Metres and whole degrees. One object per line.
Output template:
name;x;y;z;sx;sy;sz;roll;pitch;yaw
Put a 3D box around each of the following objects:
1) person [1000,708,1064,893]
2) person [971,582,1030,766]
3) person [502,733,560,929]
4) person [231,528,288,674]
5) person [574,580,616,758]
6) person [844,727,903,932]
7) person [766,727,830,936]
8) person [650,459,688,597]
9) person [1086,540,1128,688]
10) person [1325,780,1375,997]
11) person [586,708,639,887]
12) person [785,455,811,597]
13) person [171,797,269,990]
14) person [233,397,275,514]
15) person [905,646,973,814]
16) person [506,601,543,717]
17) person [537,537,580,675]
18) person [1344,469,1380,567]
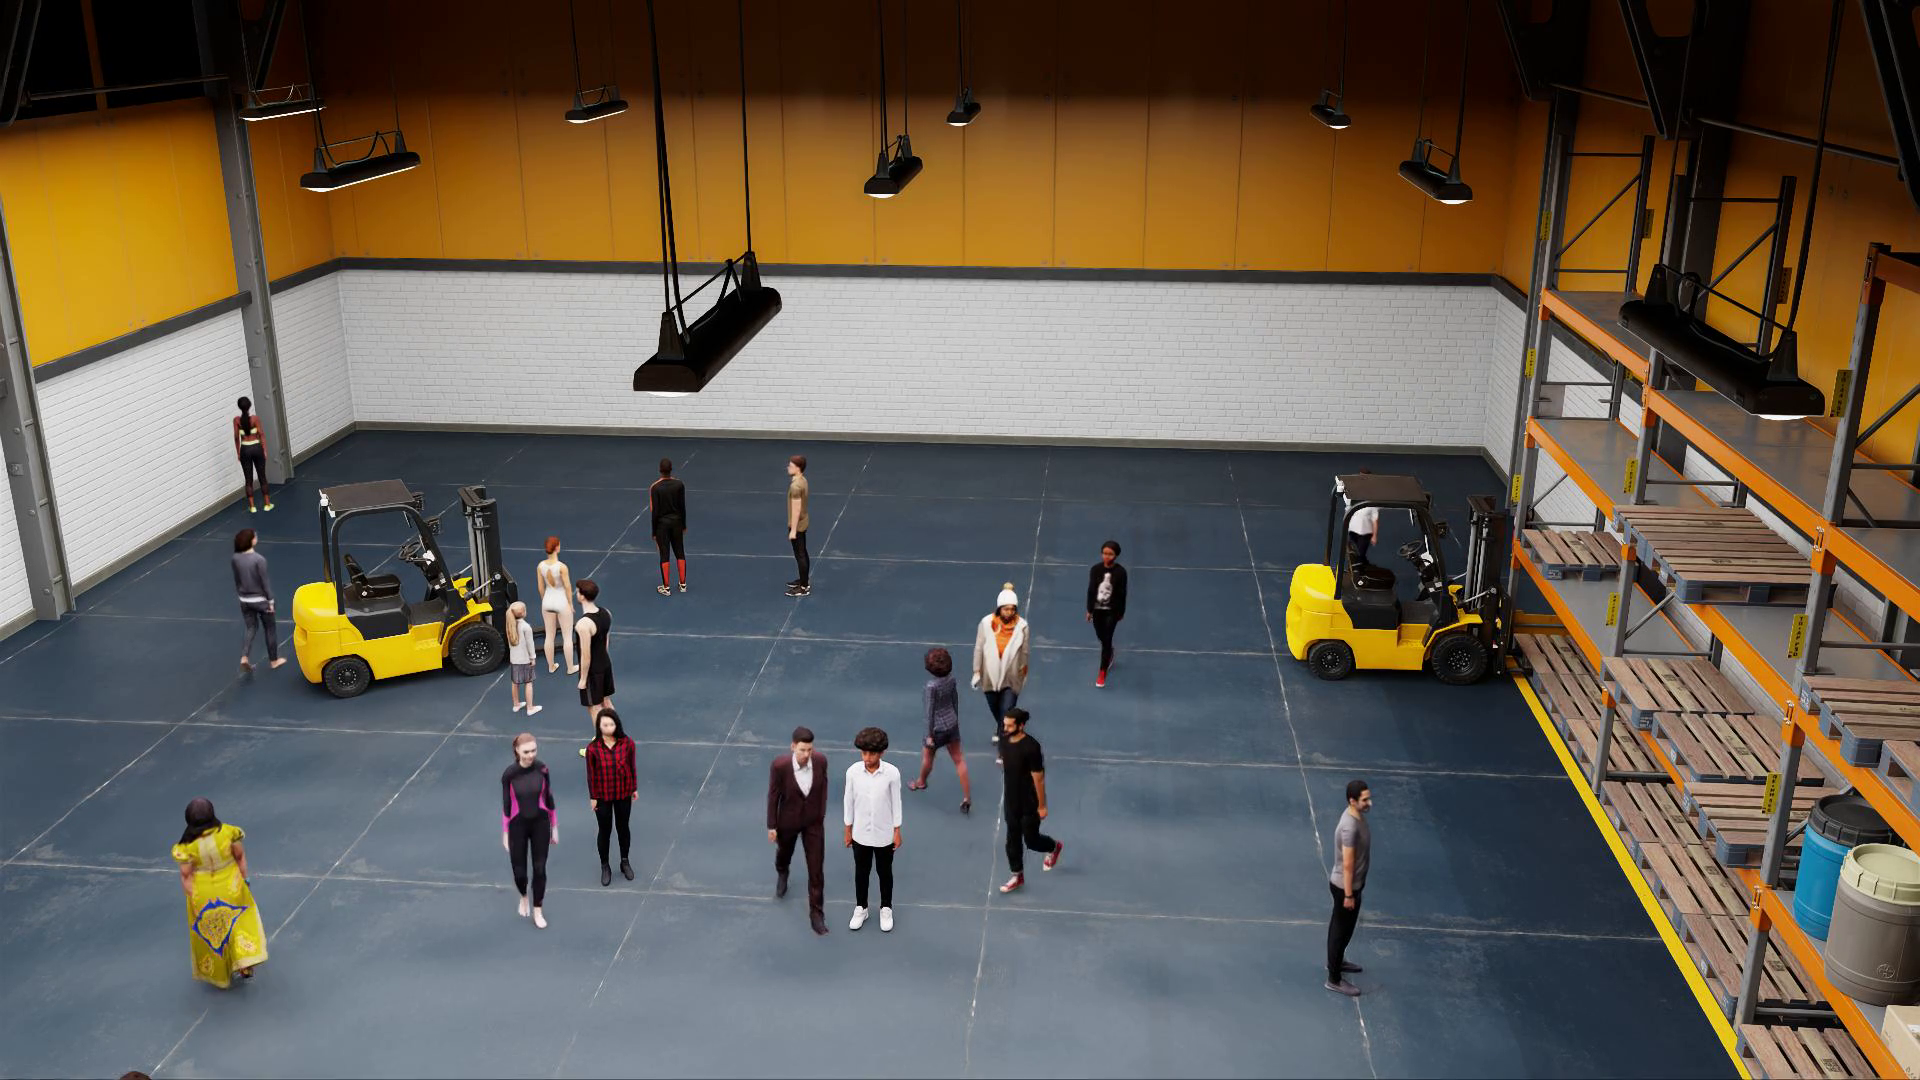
person;0.612;2.240;14.498;1.038;1.731;0.958;-14;23;-36
person;0.436;1.316;17.070;0.789;1.842;1.233;4;19;12
person;-3.638;2.404;13.998;0.721;1.741;0.762;-9;21;-25
person;-8.083;0.712;18.999;0.674;1.754;0.897;2;19;7
person;-3.741;1.308;17.018;0.792;1.890;0.572;5;19;16
person;-0.722;2.401;13.899;0.627;1.809;0.533;2;19;5
person;-1.382;2.352;14.069;1.071;1.793;1.429;-6;19;-16
person;-3.777;-0.185;21.579;0.708;1.809;0.723;-10;21;-28
person;1.668;0.785;18.962;0.768;1.640;1.151;7;20;19
person;3.062;2.696;13.111;0.720;1.753;0.548;5;19;16
person;-3.062;2.232;14.641;0.664;1.655;0.667;-8;20;-23
person;-2.094;-0.204;21.570;0.729;1.850;0.517;0;19;0
person;-5.778;2.791;12.990;0.971;1.650;1.041;-12;22;-32
person;-10.621;-1.286;24.934;0.635;1.754;0.629;-6;20;-17
person;-0.114;1.848;15.801;1.096;1.644;1.119;-16;24;-39
person;-4.771;1.273;18.085;0.578;1.274;0.613;10;21;26
person;-4.625;0.749;19.063;0.571;1.644;0.517;5;19;13
person;5.184;-0.056;21.276;1.174;1.756;1.097;-15;24;-38
